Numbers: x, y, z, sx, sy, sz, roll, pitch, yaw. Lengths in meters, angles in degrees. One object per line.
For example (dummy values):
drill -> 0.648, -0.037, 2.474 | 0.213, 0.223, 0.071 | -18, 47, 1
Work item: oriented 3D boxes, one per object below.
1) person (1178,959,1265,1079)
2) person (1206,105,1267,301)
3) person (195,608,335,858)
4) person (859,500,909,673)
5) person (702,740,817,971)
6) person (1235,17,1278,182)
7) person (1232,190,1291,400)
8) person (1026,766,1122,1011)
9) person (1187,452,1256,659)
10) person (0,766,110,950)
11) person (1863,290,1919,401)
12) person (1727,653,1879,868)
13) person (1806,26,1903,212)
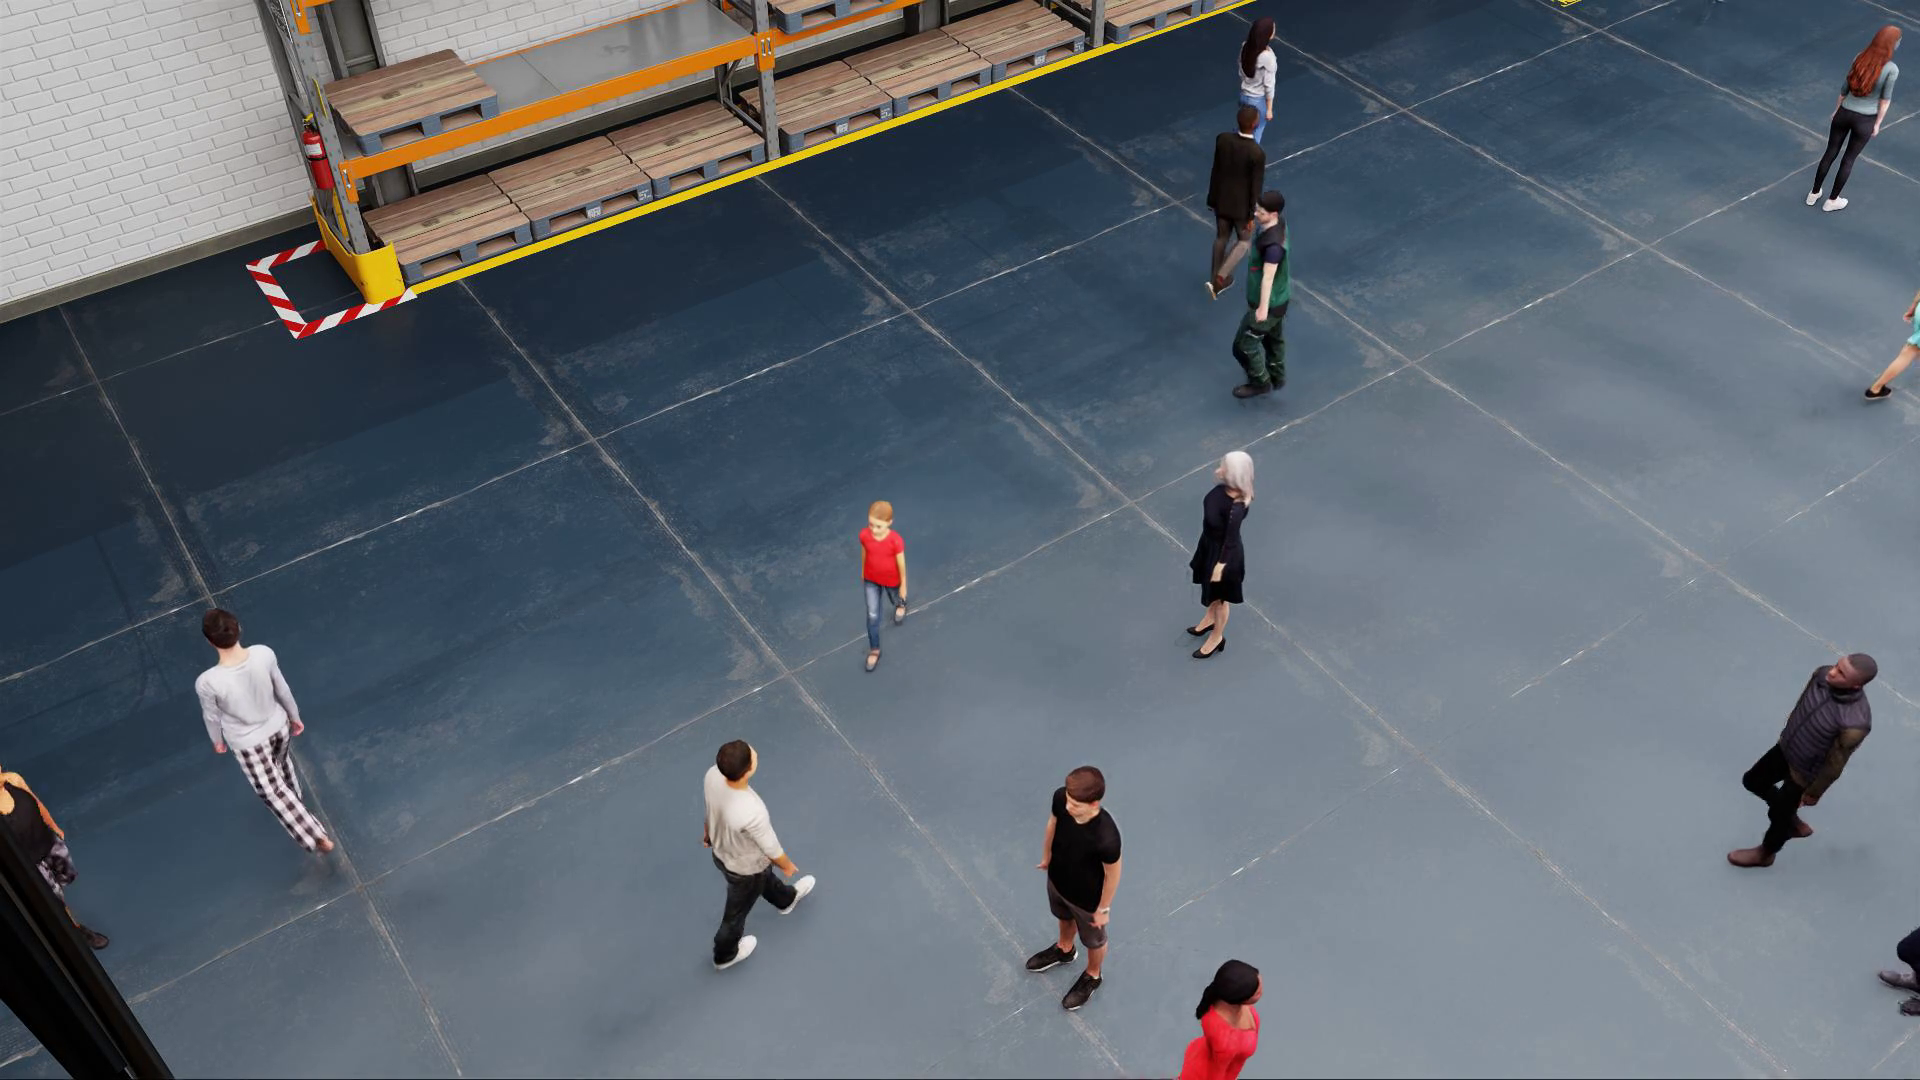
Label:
person -> 1.155, 2.618, 8.211 | 0.878, 1.768, 0.818 | 7, 44, 8
person -> 2.237, -2.749, 13.829 | 0.792, 1.791, 0.910 | 29, 51, 27
person -> -4.048, 1.168, 9.701 | 0.889, 1.814, 1.096 | 29, 51, 27
person -> -0.482, 0.208, 11.088 | 0.830, 1.290, 0.941 | 11, 45, 11
person -> -1.271, 1.782, 9.079 | 1.018, 1.782, 0.738 | -31, 52, -28
person -> 2.698, -4.036, 15.293 | 0.519, 1.634, 0.611 | -23, 48, -22
person -> 2.422, -1.845, 12.822 | 0.954, 1.871, 0.902 | 11, 45, 12
person -> 0.659, 1.837, 8.964 | 0.560, 1.861, 0.689 | -28, 50, -26
person -> 1.700, 0.090, 10.881 | 0.728, 1.747, 0.696 | -1, 44, -1
person -> -5.252, 1.719, 9.234 | 0.911, 1.660, 0.844 | 7, 44, 7
person -> 7.497, -1.695, 12.926 | 1.097, 1.511, 0.733 | -15, 46, -15
person -> 4.948, 1.284, 9.572 | 0.939, 1.823, 0.892 | 1, 44, 1
person -> 8.047, -3.783, 14.950 | 0.534, 1.741, 0.599 | -30, 51, -27
